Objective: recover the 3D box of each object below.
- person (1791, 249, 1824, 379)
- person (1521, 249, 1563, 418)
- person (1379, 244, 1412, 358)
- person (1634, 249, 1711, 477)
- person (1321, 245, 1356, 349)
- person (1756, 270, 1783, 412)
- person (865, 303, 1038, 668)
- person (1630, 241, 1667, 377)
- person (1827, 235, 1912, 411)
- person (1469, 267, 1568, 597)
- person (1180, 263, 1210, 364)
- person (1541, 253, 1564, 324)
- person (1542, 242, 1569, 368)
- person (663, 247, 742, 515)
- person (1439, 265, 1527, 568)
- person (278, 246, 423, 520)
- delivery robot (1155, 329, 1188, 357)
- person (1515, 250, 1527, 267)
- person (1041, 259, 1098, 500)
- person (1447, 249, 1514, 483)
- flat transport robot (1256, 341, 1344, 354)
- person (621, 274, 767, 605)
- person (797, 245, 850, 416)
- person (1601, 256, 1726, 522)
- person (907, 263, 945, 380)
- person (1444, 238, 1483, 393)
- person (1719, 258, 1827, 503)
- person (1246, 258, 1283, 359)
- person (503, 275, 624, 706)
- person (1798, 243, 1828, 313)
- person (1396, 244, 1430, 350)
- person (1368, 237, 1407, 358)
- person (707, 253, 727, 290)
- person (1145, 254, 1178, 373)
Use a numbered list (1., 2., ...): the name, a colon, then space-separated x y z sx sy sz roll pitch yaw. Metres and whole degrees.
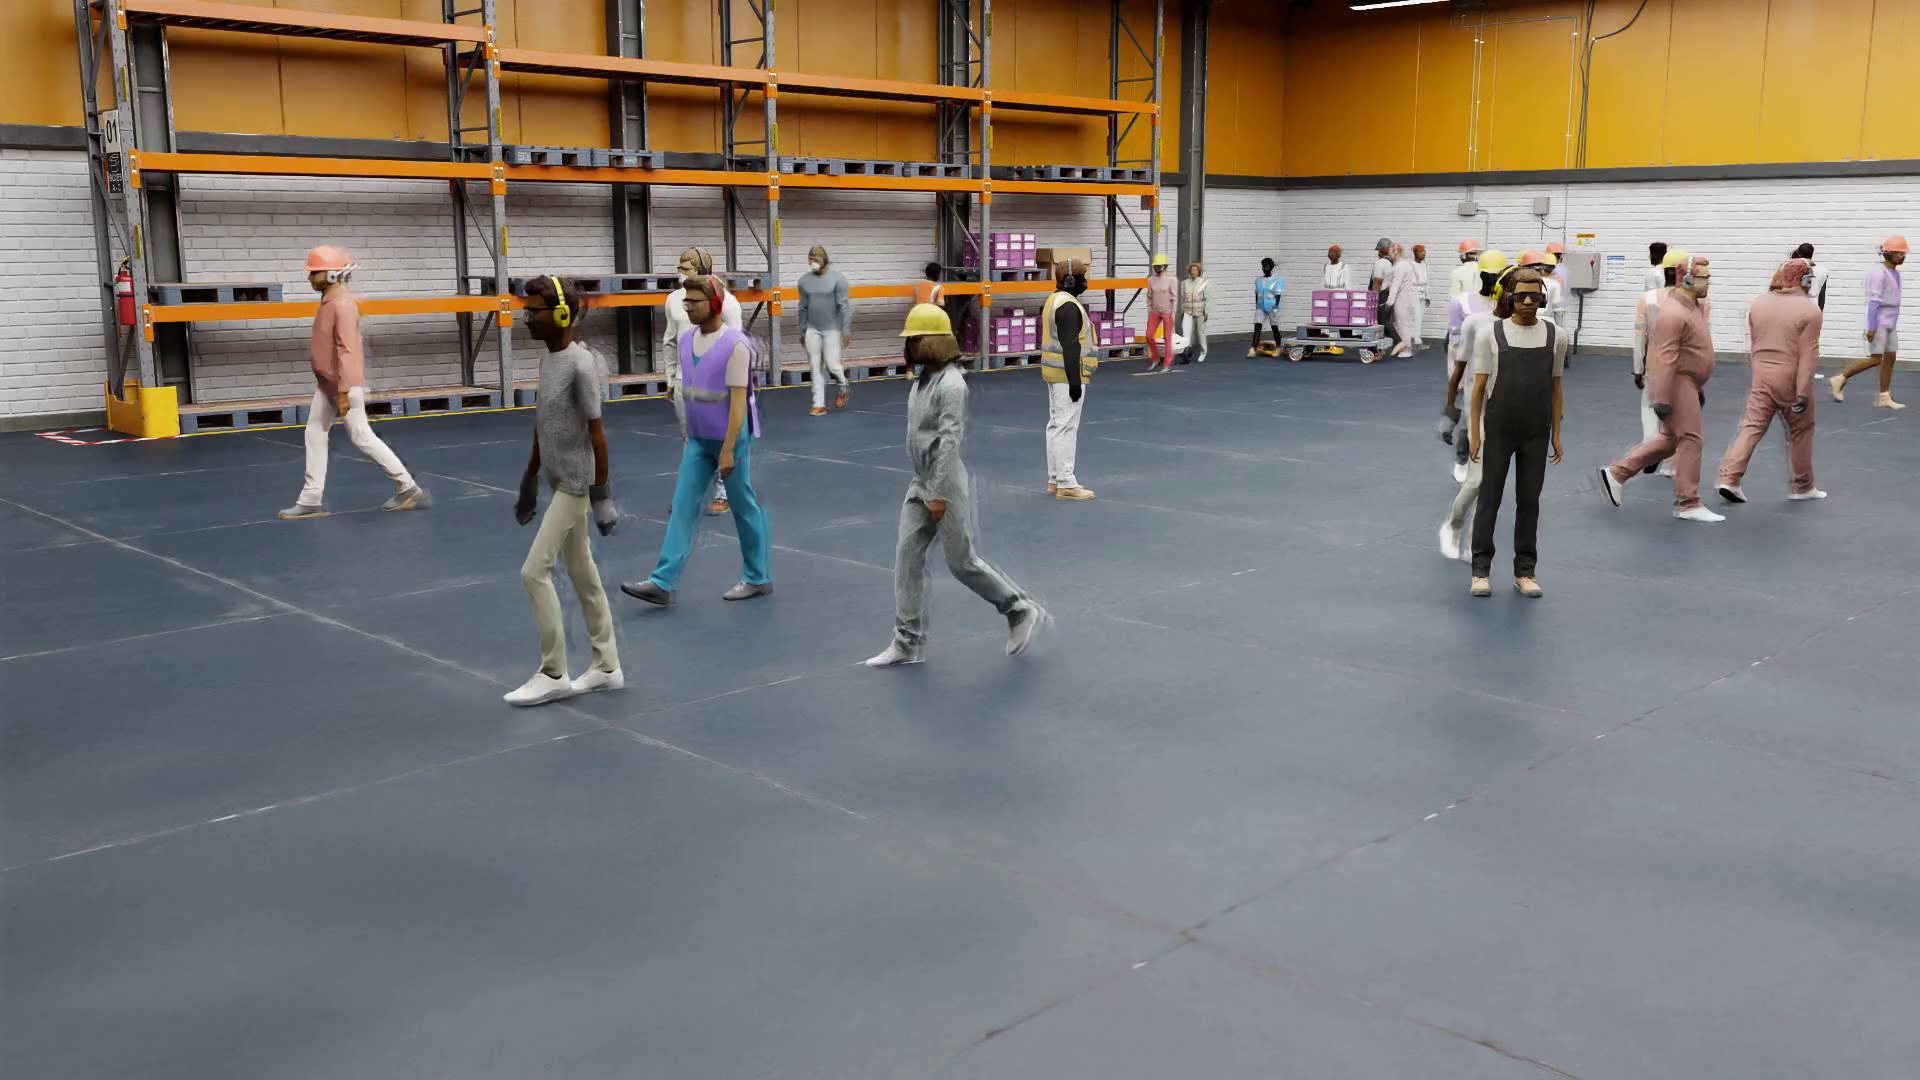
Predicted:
1. person: 11.872 -3.212 23.634 0.807 1.835 0.550 4 11 19
2. person: 6.455 -2.300 18.564 0.586 1.882 1.011 1 10 7
3. person: 7.131 -3.954 27.581 0.876 1.871 0.666 3 11 14
4. person: 5.931 -1.466 13.907 0.597 1.913 0.434 3 11 14
5. person: 6.675 -4.260 29.309 0.864 1.857 0.596 -9 14 -40
6. person: 9.386 -2.282 19.131 0.497 1.624 0.287 6 12 28
7. person: -0.043 -0.257 7.835 0.791 1.715 0.496 -5 12 -26
8. person: 9.921 -3.247 23.534 0.603 1.947 0.701 -6 12 -28
9. person: 10.666 -2.529 19.390 0.618 2.026 0.771 -9 14 -40
10. person: 3.116 -0.593 9.313 0.517 1.843 0.325 1 10 3
11. person: 3.750 -3.611 26.458 0.513 1.595 0.865 5 12 25
12. person: 8.782 -3.406 24.907 0.551 1.740 0.647 1 10 4
13. person: 8.953 -3.581 25.439 0.883 1.901 0.557 4 11 20
14. person: -1.869 -1.144 12.067 0.630 1.935 0.366 5 12 26
15. person: 3.234 -0.739 10.114 0.564 1.842 0.401 -3 11 -14
16. person: -4.406 -1.135 11.977 0.995 1.957 0.625 -8 13 -36
17. delivery robot: 3.302 -3.066 26.062 0.477 0.478 0.707 5 12 27
18. person: 9.127 -3.683 26.310 0.742 1.795 0.616 5 11 25
19. person: 0.845 -1.237 12.833 0.429 1.845 0.621 -1 10 -8
20. person: 4.181 -1.338 13.206 0.594 1.913 0.436 1 10 3
21. flat transport robot: 5.718 -3.277 28.242 1.431 0.197 0.652 -3 11 -14
22. person: -1.409 -0.518 9.003 0.598 1.800 0.925 10 14 43
23. person: -1.502 -2.363 18.784 0.657 1.915 0.620 4 11 22
24. person: 5.081 -1.084 11.902 0.813 1.880 0.653 6 12 30
25. person: -0.440 -3.066 23.379 0.557 1.631 0.767 6 12 29
26. person: 6.499 -2.861 21.306 0.622 1.979 0.472 -3 11 -18
27. person: 6.195 -1.196 12.585 0.987 1.863 0.640 -5 12 -27
28. person: 5.077 -3.818 27.426 0.532 1.657 0.852 8 13 37
29. person: -1.799 -0.207 7.210 0.693 1.837 0.546 -5 12 -26
30. person: 11.510 -3.086 22.713 0.592 1.916 0.388 -1 10 -5
31. person: 8.090 -4.336 29.680 0.596 1.868 0.724 -9 14 -41
32. person: 7.163 -4.053 27.643 0.724 2.000 0.911 -9 14 -41
33. person: -2.763 -2.183 18.005 0.430 1.841 0.624 -8 13 -39
34. person: 2.981 -3.338 24.551 0.539 1.753 0.416 7 12 33
